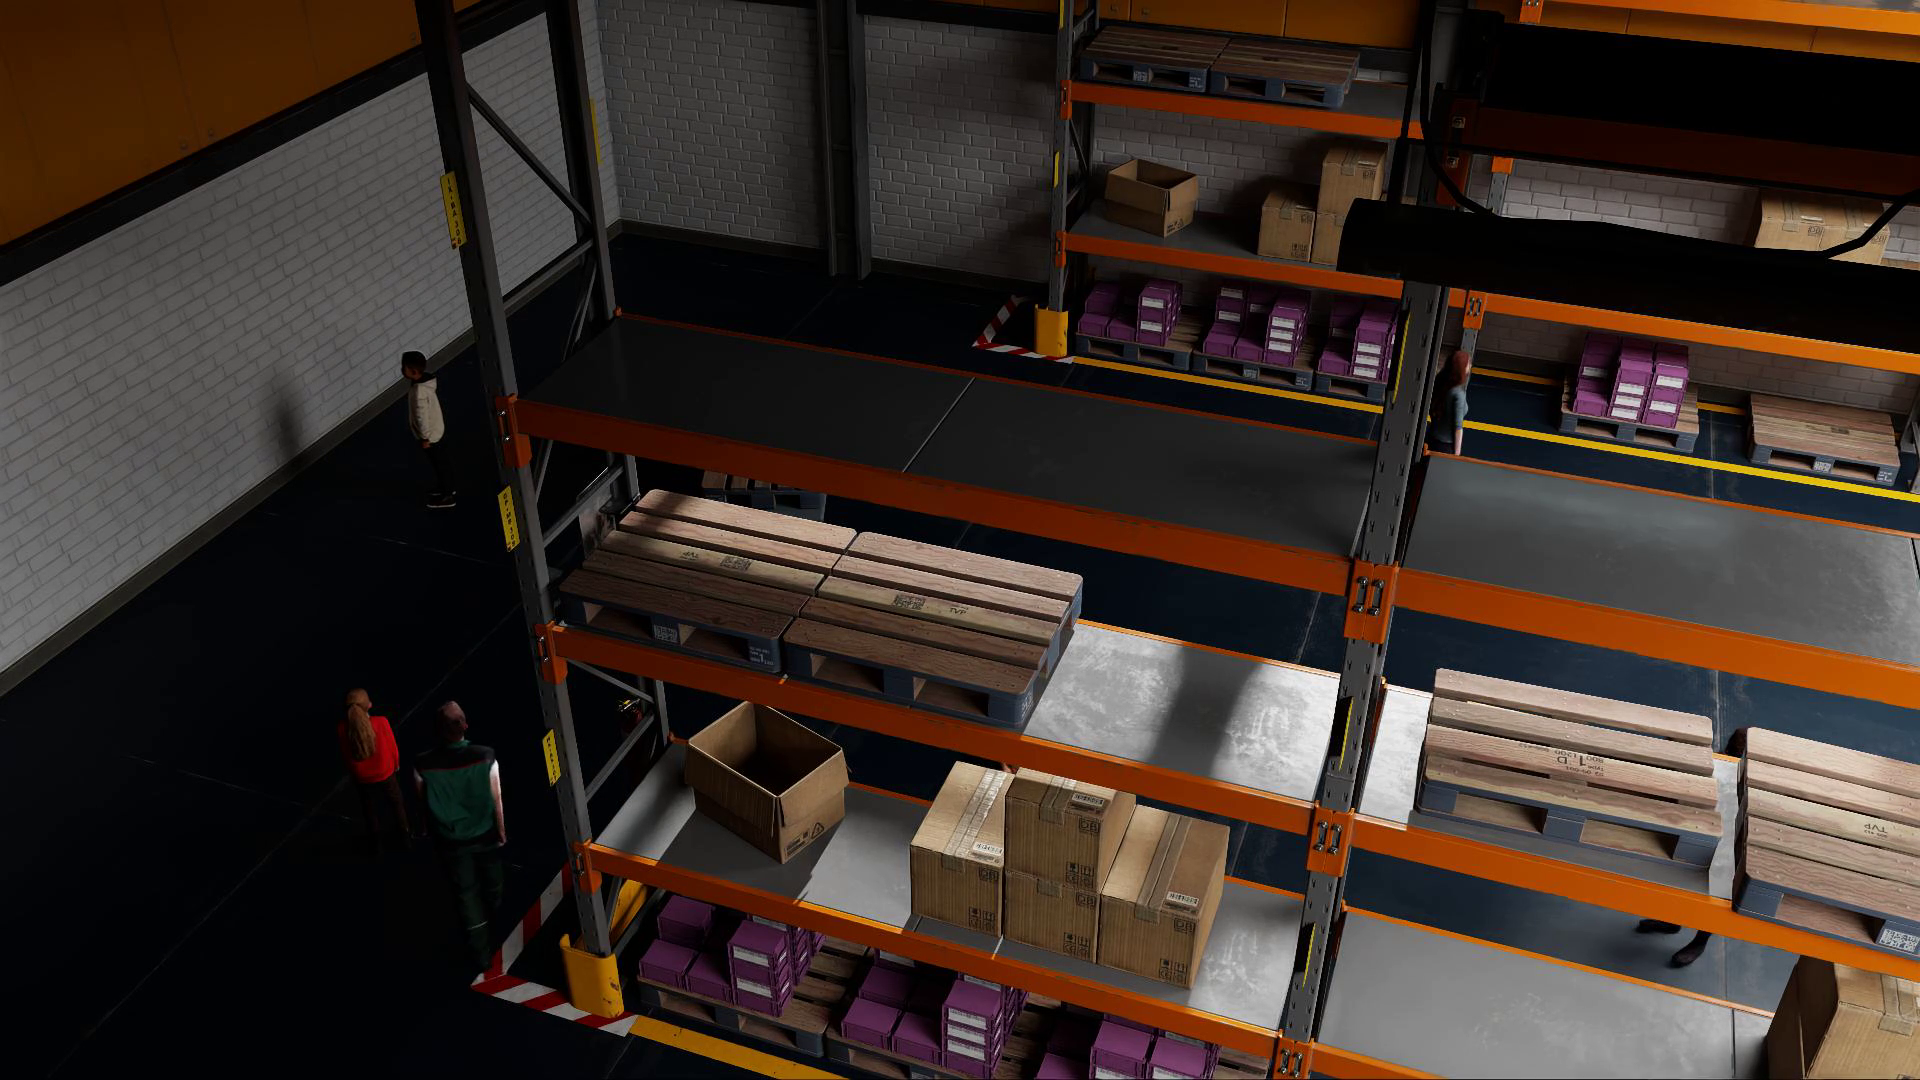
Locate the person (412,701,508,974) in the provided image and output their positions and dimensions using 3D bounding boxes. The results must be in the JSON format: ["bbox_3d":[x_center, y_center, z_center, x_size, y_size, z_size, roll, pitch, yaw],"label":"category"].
[{"bbox_3d":[-2.919,1.752,9.804,1.141,1.812,1.135,-10,35,-15],"label":"person"}]

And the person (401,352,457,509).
[{"bbox_3d":[-4.522,-0.953,14.199,0.690,1.452,0.651,-11,35,-15],"label":"person"}]

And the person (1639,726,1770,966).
[{"bbox_3d":[4.446,1.791,9.822,0.709,1.729,0.666,-11,35,-15],"label":"person"}]

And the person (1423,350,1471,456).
[{"bbox_3d":[3.952,-0.766,13.659,0.699,1.740,0.667,-7,34,-11],"label":"person"}]

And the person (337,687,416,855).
[{"bbox_3d":[-3.774,1.479,10.694,0.556,1.282,0.626,-10,35,-15],"label":"person"}]
